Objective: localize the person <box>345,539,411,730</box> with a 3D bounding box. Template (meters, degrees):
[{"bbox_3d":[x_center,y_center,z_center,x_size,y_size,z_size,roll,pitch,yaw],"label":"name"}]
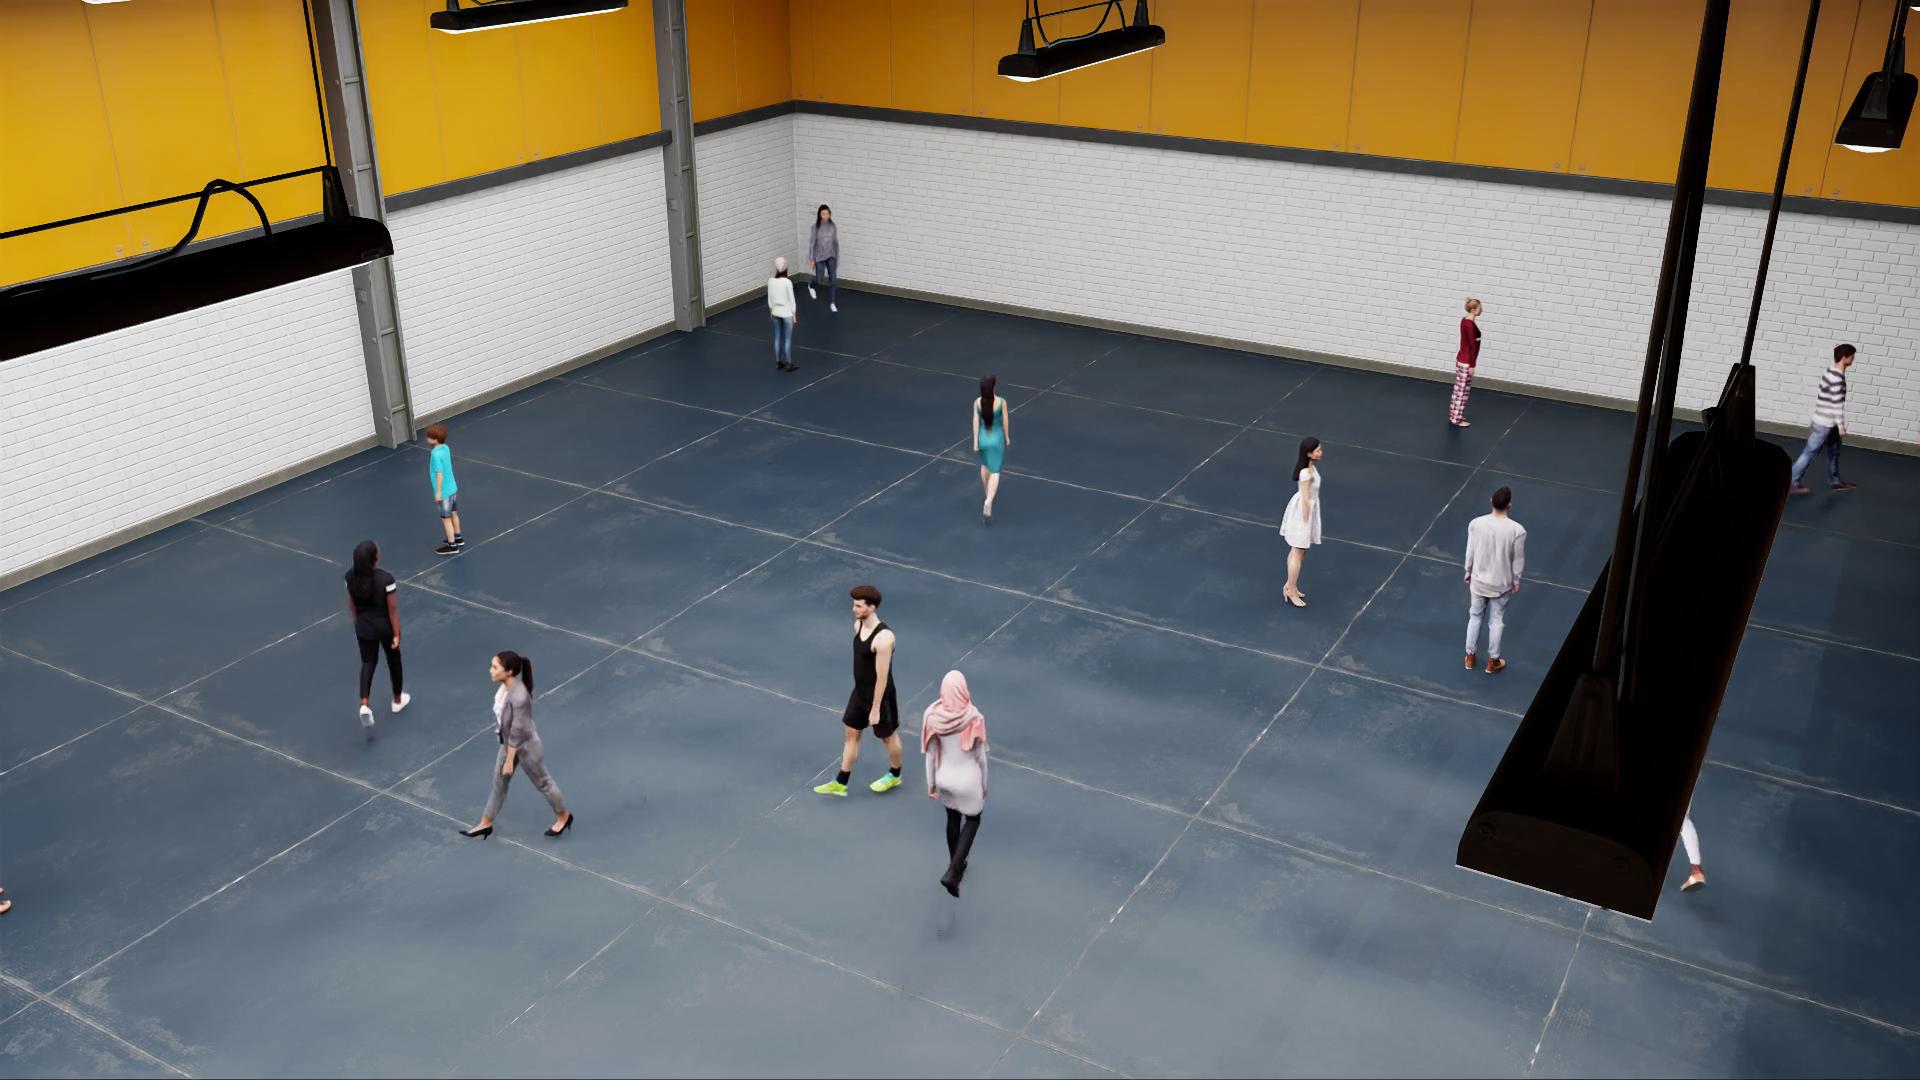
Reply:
[{"bbox_3d":[-5.103,0.828,14.452,0.921,1.711,1.124,1,24,2],"label":"person"}]

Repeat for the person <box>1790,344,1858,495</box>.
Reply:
[{"bbox_3d":[9.986,-1.390,19.388,0.768,1.822,0.946,11,26,23],"label":"person"}]

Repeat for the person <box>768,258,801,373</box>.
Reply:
[{"bbox_3d":[-2.542,-3.248,23.855,0.584,1.647,0.494,11,26,24],"label":"person"}]

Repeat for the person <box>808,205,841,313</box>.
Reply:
[{"bbox_3d":[-2.202,-4.553,26.767,1.045,1.708,1.048,-12,26,-25],"label":"person"}]

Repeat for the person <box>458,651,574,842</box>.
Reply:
[{"bbox_3d":[-3.270,1.601,12.785,1.181,1.629,1.006,-11,26,-24],"label":"person"}]

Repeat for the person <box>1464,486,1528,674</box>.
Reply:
[{"bbox_3d":[4.922,0.356,15.370,0.674,1.840,0.540,13,27,28],"label":"person"}]

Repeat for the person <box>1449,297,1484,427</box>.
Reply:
[{"bbox_3d":[6.618,-2.344,21.725,0.736,1.697,0.587,2,24,4],"label":"person"}]

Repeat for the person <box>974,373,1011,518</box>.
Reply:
[{"bbox_3d":[0.346,-1.049,18.820,0.761,1.651,1.089,5,24,12],"label":"person"}]

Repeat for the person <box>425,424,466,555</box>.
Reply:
[{"bbox_3d":[-5.566,-0.575,17.986,0.672,1.451,0.577,0,24,0],"label":"person"}]

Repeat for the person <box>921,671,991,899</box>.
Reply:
[{"bbox_3d":[-0.027,1.810,12.107,0.763,1.790,0.996,6,24,14],"label":"person"}]

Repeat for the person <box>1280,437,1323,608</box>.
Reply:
[{"bbox_3d":[3.457,-0.199,16.723,0.794,1.774,0.683,4,24,10],"label":"person"}]

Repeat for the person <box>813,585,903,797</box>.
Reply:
[{"bbox_3d":[-0.617,1.206,13.393,1.137,1.865,0.982,-15,28,-31],"label":"person"}]
